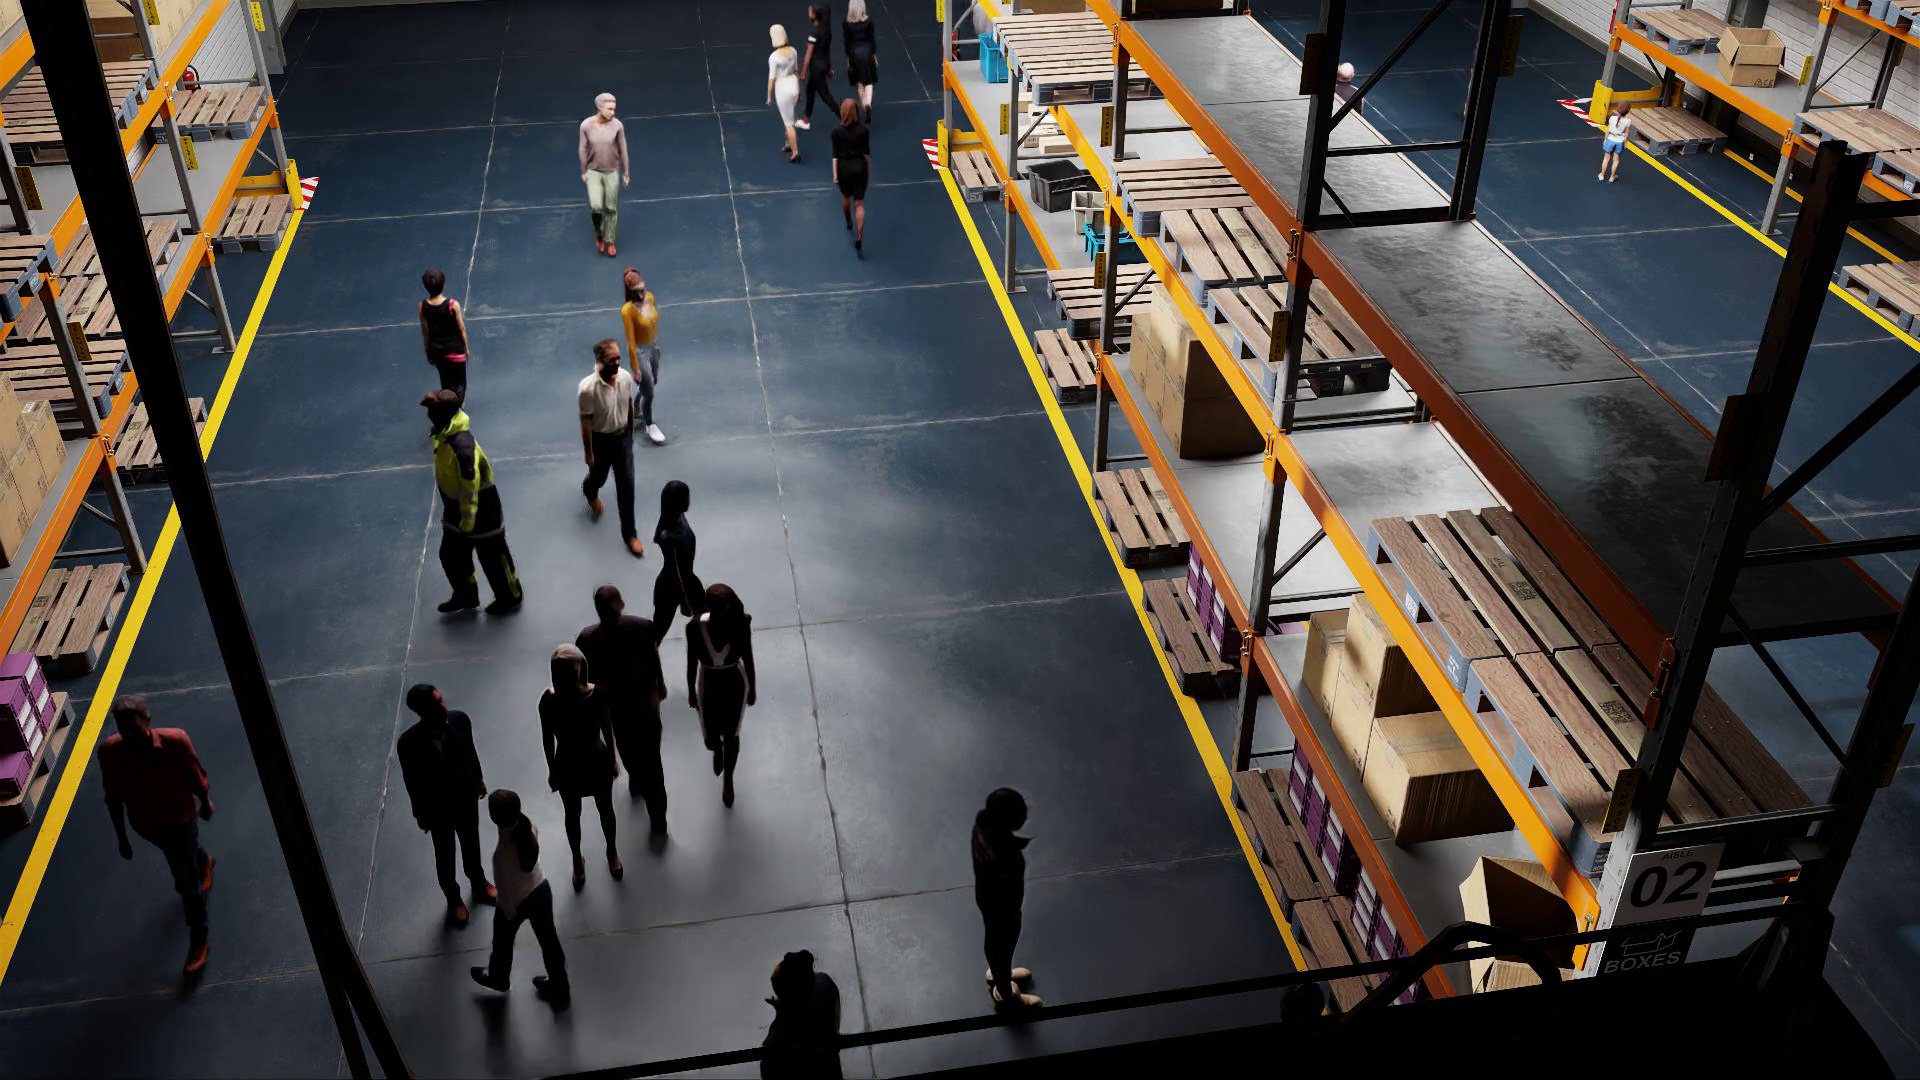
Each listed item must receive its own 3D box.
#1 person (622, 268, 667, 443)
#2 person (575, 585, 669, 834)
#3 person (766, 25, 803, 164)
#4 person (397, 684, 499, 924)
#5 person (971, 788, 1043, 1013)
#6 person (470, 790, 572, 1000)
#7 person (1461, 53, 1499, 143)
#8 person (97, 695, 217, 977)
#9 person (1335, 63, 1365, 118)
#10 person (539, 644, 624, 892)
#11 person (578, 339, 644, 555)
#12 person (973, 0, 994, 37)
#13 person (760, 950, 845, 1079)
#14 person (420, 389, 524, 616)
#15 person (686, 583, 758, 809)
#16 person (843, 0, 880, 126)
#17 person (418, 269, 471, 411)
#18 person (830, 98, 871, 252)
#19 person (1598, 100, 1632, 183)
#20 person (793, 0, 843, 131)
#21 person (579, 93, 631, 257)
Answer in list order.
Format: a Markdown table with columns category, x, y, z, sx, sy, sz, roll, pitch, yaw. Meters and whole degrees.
| category | x | y | z | sx | sy | sz | roll | pitch | yaw |
| --- | --- | --- | --- | --- | --- | --- | --- | --- | --- |
| person | -2.860 | -1.672 | 14.962 | 0.961 | 1.736 | 0.901 | 9 | 35 | 13 |
| person | -2.189 | 0.964 | 10.934 | 0.711 | 1.805 | 0.996 | -4 | 34 | -6 |
| person | -2.111 | -5.549 | 20.799 | 0.841 | 1.733 | 0.771 | 26 | 42 | 34 |
| person | -3.109 | 1.559 | 10.109 | 0.737 | 1.727 | 0.710 | 27 | 42 | 34 |
| person | 0.211 | 2.059 | 9.416 | 0.662 | 1.662 | 0.611 | 8 | 35 | 12 |
| person | -2.432 | 2.071 | 9.507 | 0.887 | 1.541 | 0.867 | 15 | 36 | 21 |
| person | 6.826 | -5.996 | 21.757 | 0.553 | 1.416 | 0.964 | -4 | 34 | -7 |
| person | -4.753 | 1.609 | 9.982 | 0.721 | 1.784 | 1.230 | -4 | 34 | -7 |
| person | 4.382 | -4.626 | 19.315 | 0.732 | 1.837 | 0.684 | 4 | 34 | 6 |
| person | -2.323 | 1.394 | 10.266 | 0.610 | 1.829 | 0.541 | -10 | 35 | -15 |
| person | -2.932 | -0.839 | 13.636 | 1.036 | 1.817 | 1.299 | -20 | 39 | -28 |
| person | 0.364 | -7.442 | 23.779 | 0.976 | 1.586 | 1.065 | 18 | 38 | 25 |
| person | -0.758 | 2.692 | 8.282 | 0.958 | 1.864 | 0.859 | 14 | 36 | 20 |
| person | -3.654 | -0.299 | 12.698 | 1.057 | 1.955 | 0.992 | -27 | 42 | -34 |
| person | -1.564 | 0.959 | 10.962 | 0.598 | 1.782 | 0.654 | -5 | 34 | -7 |
| person | -1.301 | -6.256 | 21.863 | 0.633 | 1.730 | 0.841 | -2 | 34 | -3 |
| person | -4.713 | -1.703 | 15.200 | 0.684 | 1.523 | 1.023 | 1 | 34 | 2 |
| person | -1.184 | -4.038 | 18.595 | 0.632 | 1.655 | 1.083 | -4 | 34 | -6 |
| person | 8.084 | -4.930 | 20.511 | 0.491 | 1.019 | 0.535 | 15 | 36 | 21 |
| person | -1.753 | -6.081 | 21.634 | 0.992 | 1.694 | 1.172 | 8 | 34 | 12 |
| person | -3.959 | -4.082 | 18.495 | 0.692 | 1.838 | 0.662 | -5 | 34 | -8 |
